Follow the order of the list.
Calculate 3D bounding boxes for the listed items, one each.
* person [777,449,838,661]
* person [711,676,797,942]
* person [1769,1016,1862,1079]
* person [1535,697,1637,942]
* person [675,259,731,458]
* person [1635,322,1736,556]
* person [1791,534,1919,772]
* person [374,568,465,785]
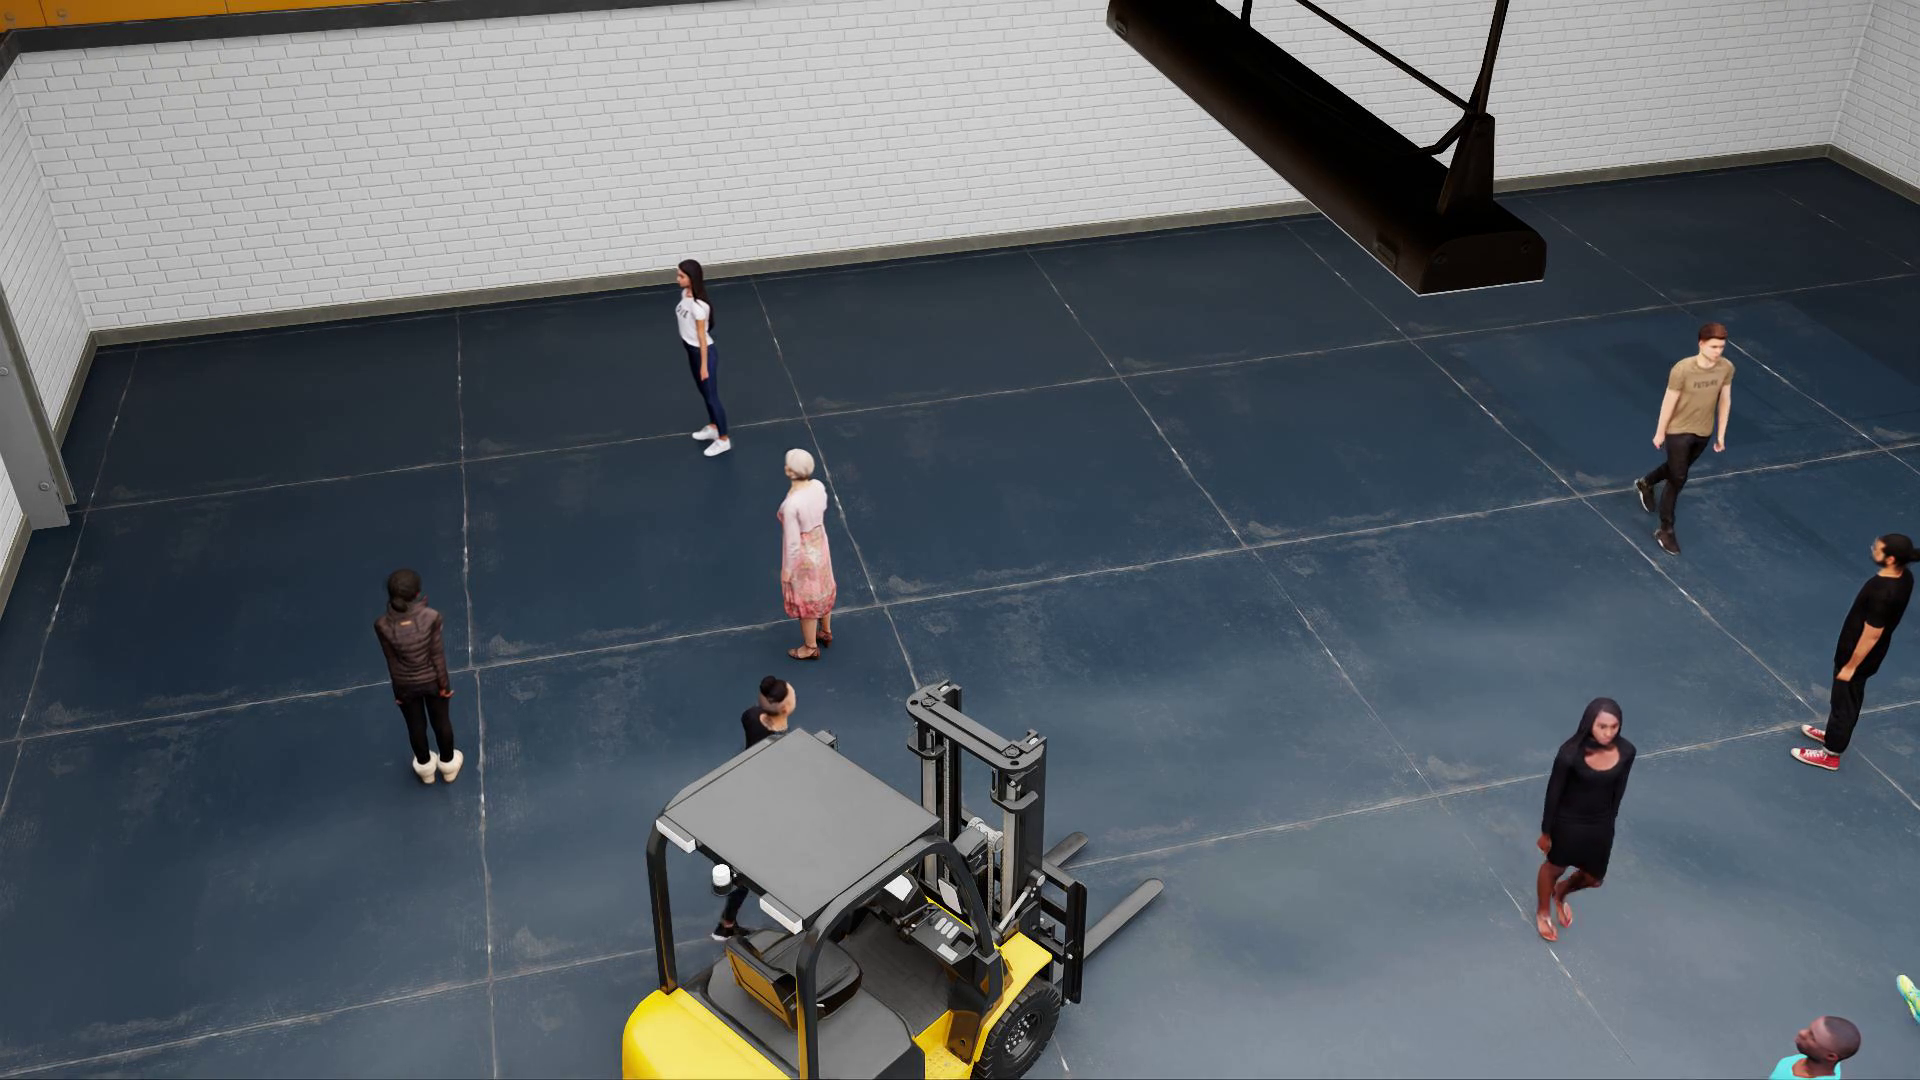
[{"bbox_3d":[-1.068,0.106,11.643,0.752,1.691,0.695,19,38,26],"label":"person"},{"bbox_3d":[-1.104,1.525,9.387,1.130,1.824,1.234,-29,43,-36],"label":"person"},{"bbox_3d":[3.715,2.781,7.509,0.745,1.811,0.647,12,35,17],"label":"person"},{"bbox_3d":[3.483,1.544,9.459,0.671,1.712,0.659,-3,34,-5],"label":"person"},{"bbox_3d":[-2.174,-1.561,14.080,0.689,1.769,0.531,-14,36,-20],"label":"person"},{"bbox_3d":[5.664,-0.896,13.026,0.723,1.828,1.132,-6,34,-9],"label":"person"},{"bbox_3d":[5.797,0.708,10.679,0.751,1.756,0.714,22,40,30],"label":"person"},{"bbox_3d":[-3.400,0.896,10.479,0.628,1.663,0.564,-8,35,-12],"label":"person"}]
